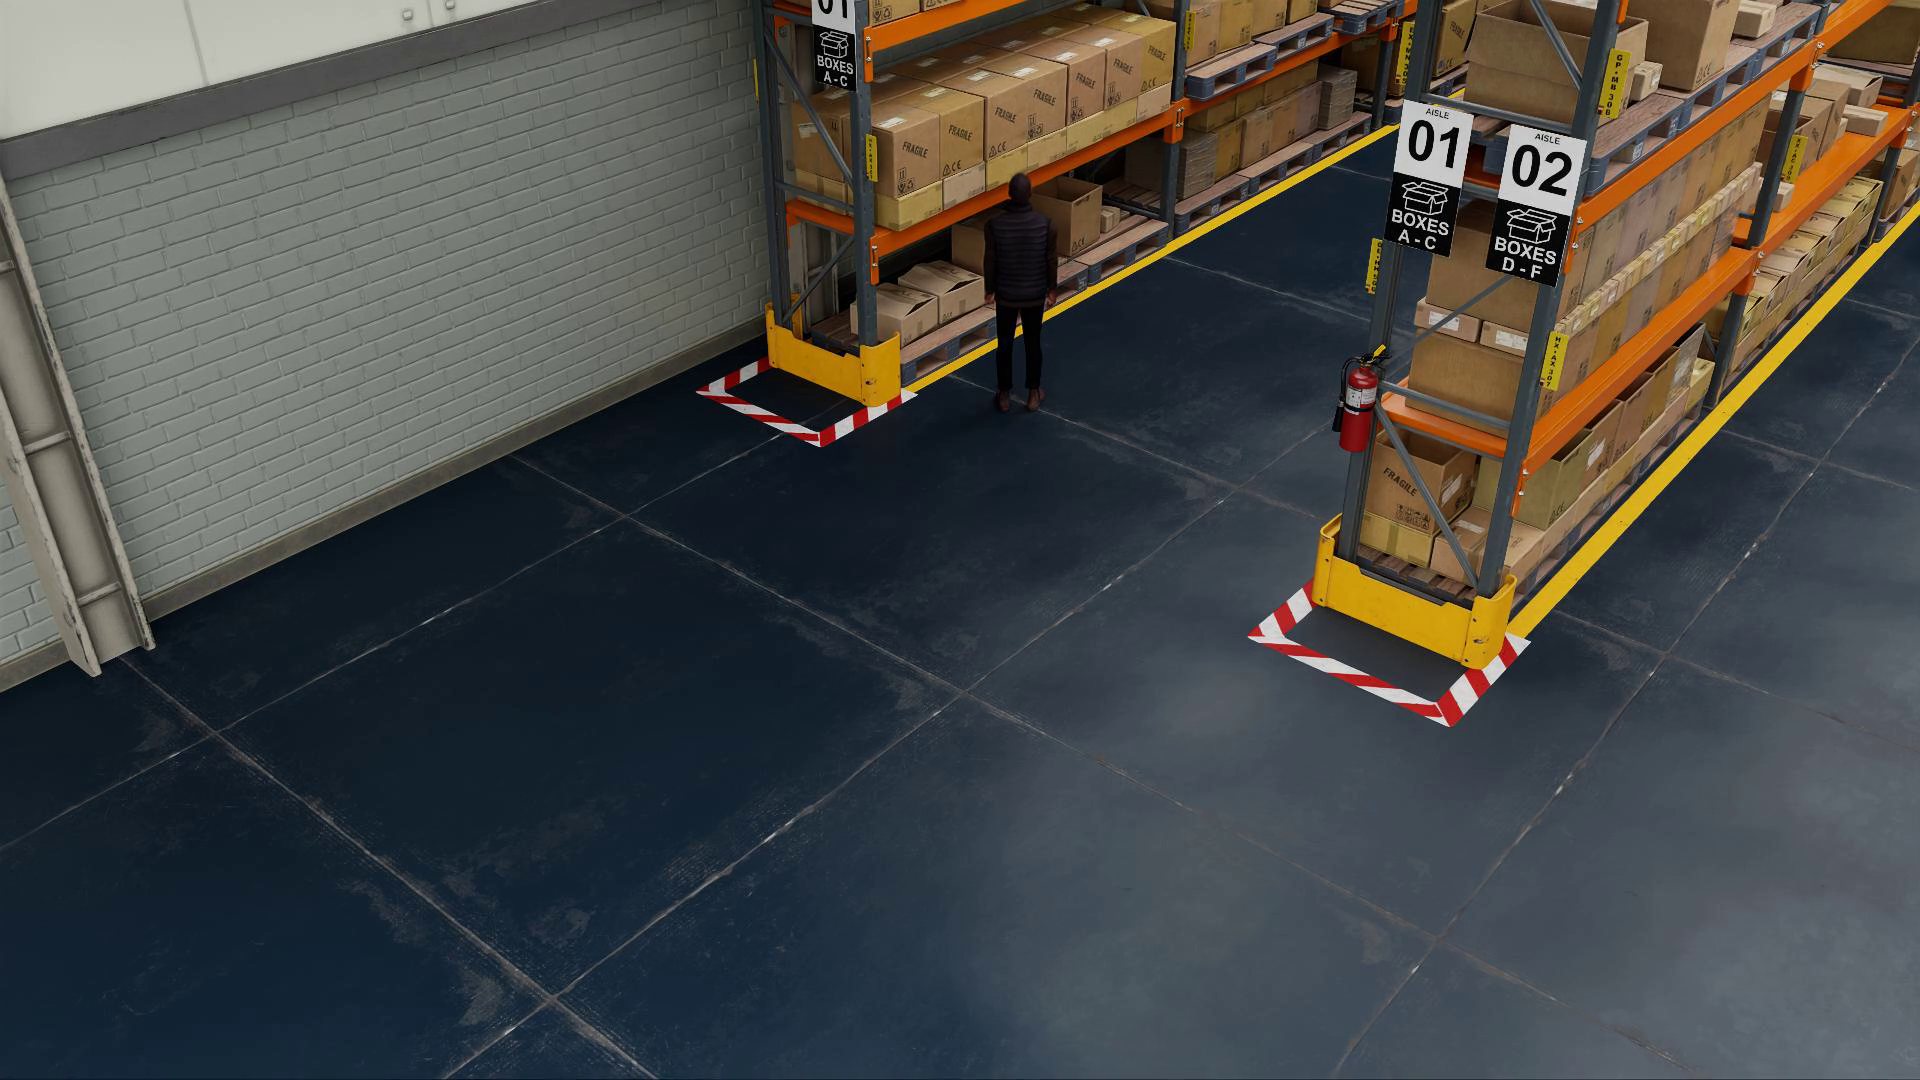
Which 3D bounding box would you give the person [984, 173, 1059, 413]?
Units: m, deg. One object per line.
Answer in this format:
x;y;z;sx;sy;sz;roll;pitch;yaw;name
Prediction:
0.435;-1.796;12.121;0.774;1.836;0.800;1;33;2;person
